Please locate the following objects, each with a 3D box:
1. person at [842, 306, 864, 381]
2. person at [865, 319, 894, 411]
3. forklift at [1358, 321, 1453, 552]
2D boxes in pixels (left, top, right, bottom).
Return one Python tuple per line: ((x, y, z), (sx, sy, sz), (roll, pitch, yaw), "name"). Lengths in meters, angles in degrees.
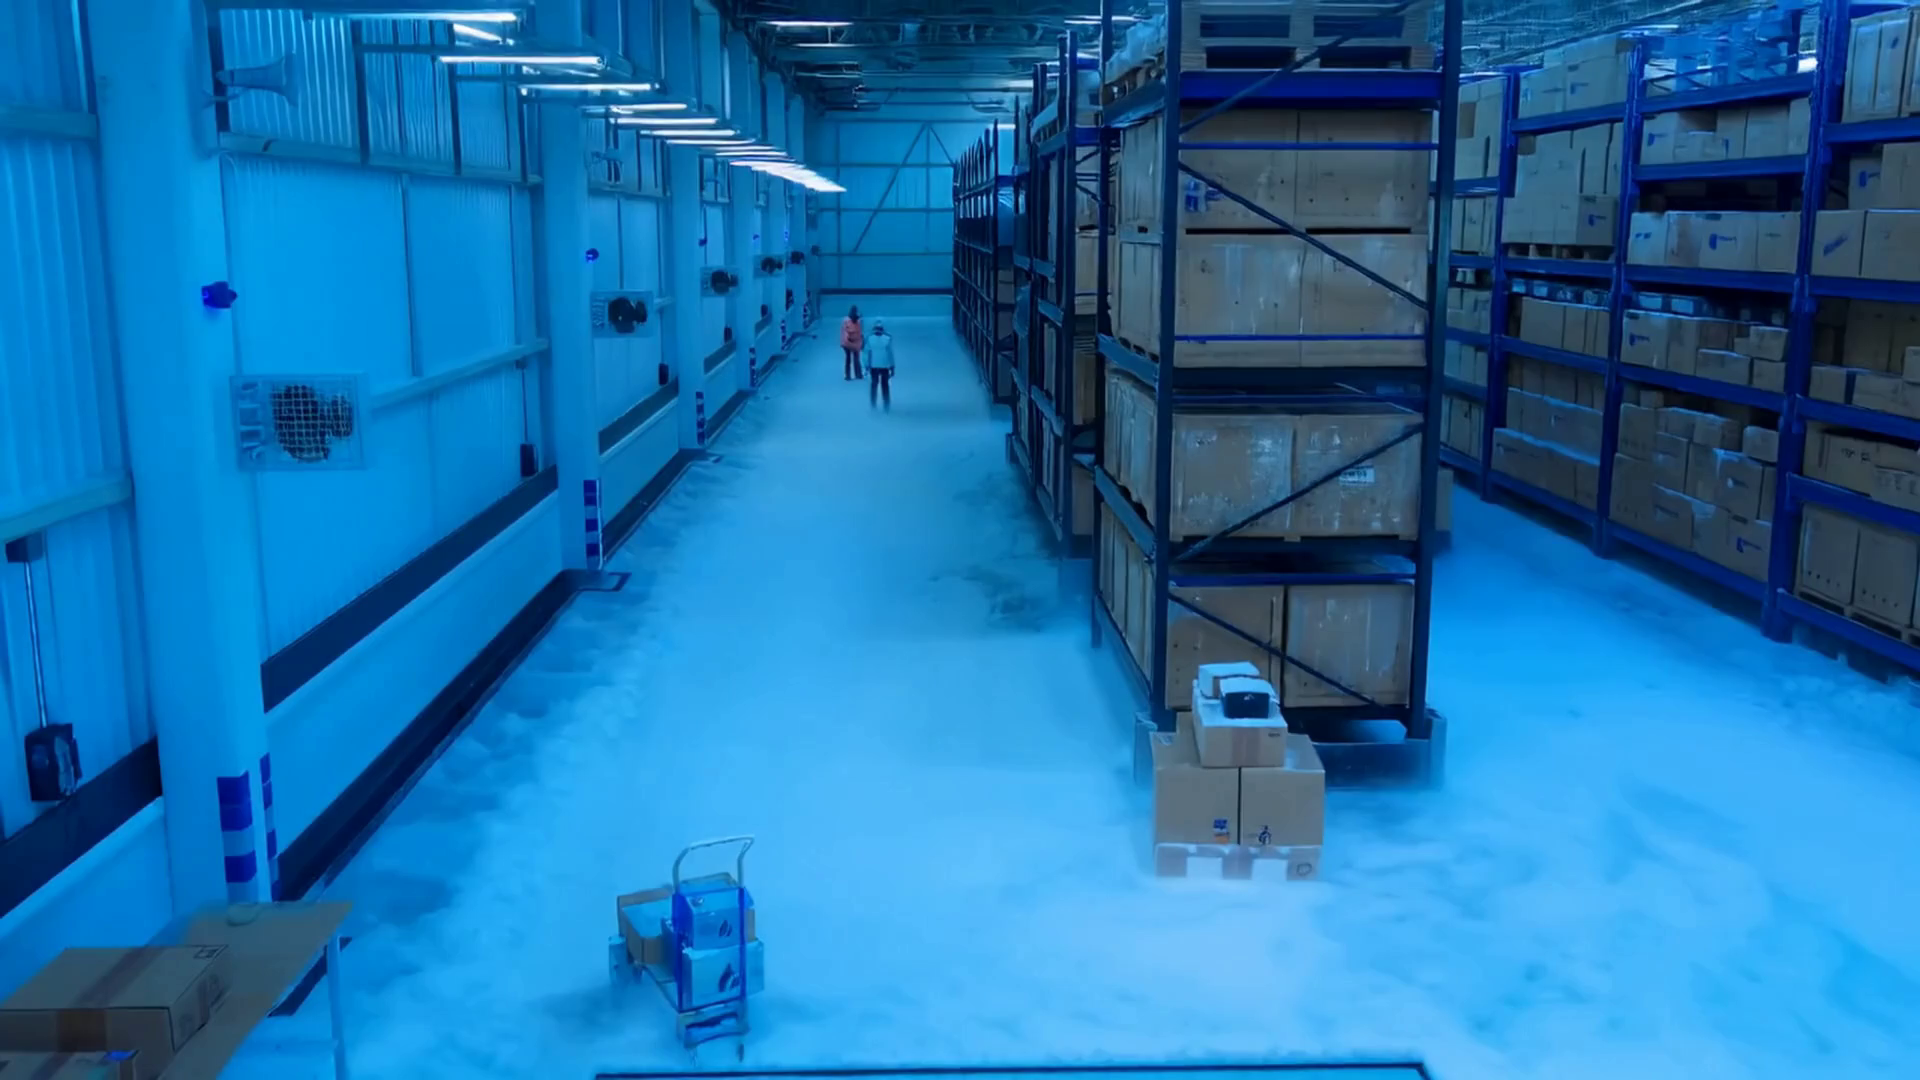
((-2.754, -5.028, 42.550), (0.589, 1.911, 0.387), (-8, 13, -35), "person")
((-1.720, -3.746, 35.681), (0.617, 1.986, 0.408), (-2, 11, -12), "person")
((5.441, -1.352, 20.882), (1.129, 2.768, 1.873), (0, 11, -2), "forklift")
